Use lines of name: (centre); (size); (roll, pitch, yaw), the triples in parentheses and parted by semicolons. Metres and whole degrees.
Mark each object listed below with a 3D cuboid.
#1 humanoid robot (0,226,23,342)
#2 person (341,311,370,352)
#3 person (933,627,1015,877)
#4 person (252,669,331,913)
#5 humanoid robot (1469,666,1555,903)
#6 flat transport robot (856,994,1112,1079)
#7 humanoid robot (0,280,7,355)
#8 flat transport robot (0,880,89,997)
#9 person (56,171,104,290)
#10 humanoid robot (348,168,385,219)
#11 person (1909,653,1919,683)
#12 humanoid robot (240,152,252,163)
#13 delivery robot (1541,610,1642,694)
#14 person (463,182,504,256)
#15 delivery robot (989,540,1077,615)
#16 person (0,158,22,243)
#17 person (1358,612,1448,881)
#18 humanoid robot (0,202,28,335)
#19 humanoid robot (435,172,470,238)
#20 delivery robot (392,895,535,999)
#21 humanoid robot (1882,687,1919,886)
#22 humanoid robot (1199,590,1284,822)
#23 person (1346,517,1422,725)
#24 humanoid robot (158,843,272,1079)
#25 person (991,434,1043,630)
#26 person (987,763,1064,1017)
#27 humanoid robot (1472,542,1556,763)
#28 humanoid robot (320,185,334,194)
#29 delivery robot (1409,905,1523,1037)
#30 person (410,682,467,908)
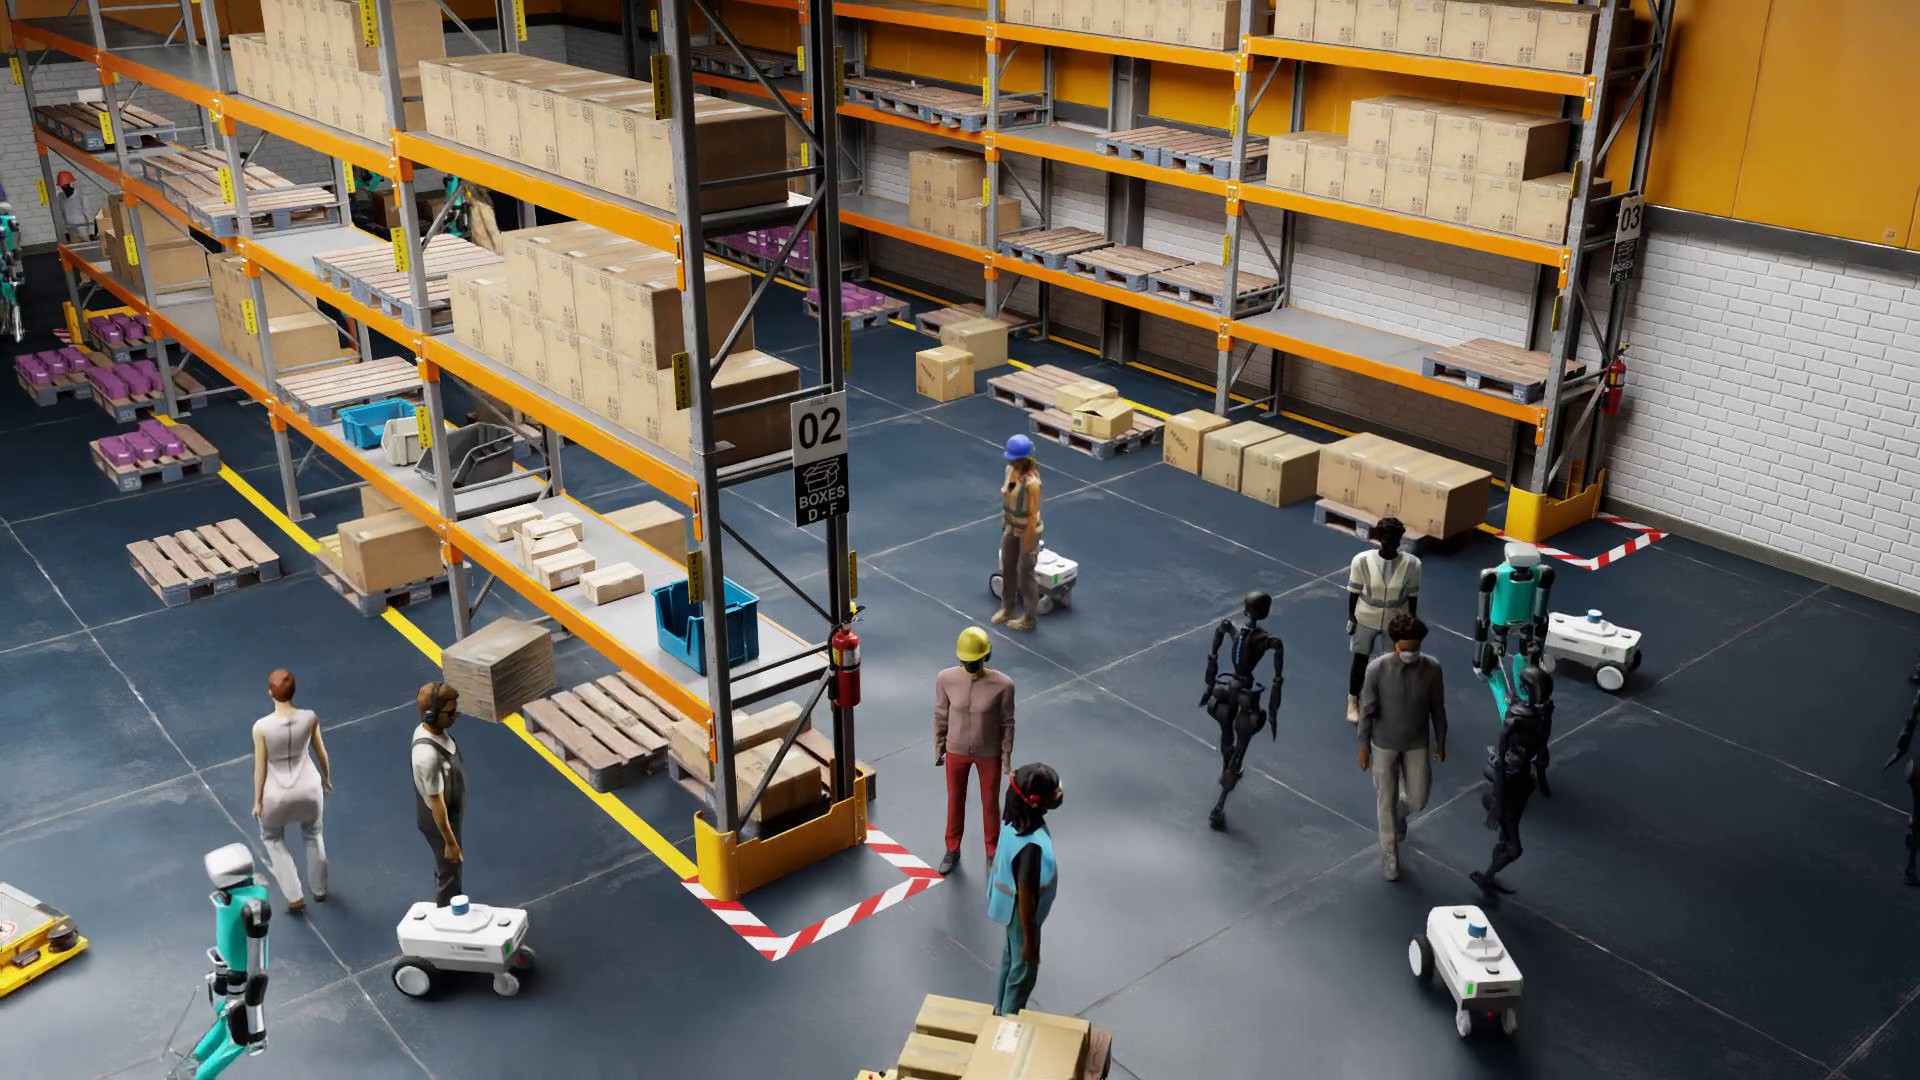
humanoid robot: (-12.601, -3.478, 21.872); (0.530, 1.783, 0.830); (-3, 24, -7)
person: (-7.301, -2.761, 20.170); (0.435, 1.755, 0.495); (-6, 24, -14)
person: (0.087, 1.351, 10.626); (0.525, 1.768, 0.312); (3, 24, 8)
person: (-4.121, 1.574, 10.254); (0.509, 1.642, 0.506); (-16, 28, -33)
humanoid robot: (3.453, 1.514, 10.368); (0.586, 1.648, 0.354); (-20, 30, -38)
flat transport robot: (0.068, 3.064, 8.547); (1.431, 0.231, 0.659); (6, 24, 14)
humanoid robot: (-12.523, -3.156, 21.193); (0.600, 1.631, 0.466); (-5, 24, -11)
flat transport robot: (-6.068, 2.371, 10.153); (1.431, 0.231, 0.659); (13, 27, 28)
person: (-12.843, -4.503, 24.215); (0.562, 1.740, 0.367); (6, 24, 15)
humanoid robot: (-10.172, -6.236, 28.299); (0.988, 1.751, 0.551); (9, 25, 19)
person: (7.807, 0.259, 12.963); (0.546, 1.924, 0.382); (14, 27, 29)
humanoid robot: (-11.085, -5.212, 25.934); (0.591, 1.655, 0.389); (12, 26, 25)
delivery robot: (5.038, 0.844, 13.316); (0.765, 0.586, 0.499); (14, 27, 30)
person: (-6.466, -3.974, 22.874); (0.724, 1.853, 0.370); (21, 31, 40)
delivery robot: (0.655, 0.293, 14.624); (0.782, 0.611, 0.502); (20, 30, 39)
person: (-14.439, -4.917, 24.959); (0.491, 1.911, 0.552); (-15, 27, -31)
person: (2.821, 1.270, 10.669); (0.580, 1.876, 0.506); (1, 23, 2)
humanoid robot: (-12.683, -3.482, 21.941); (0.540, 1.858, 0.707); (17, 28, 33)
humanoid robot: (-7.602, -4.593, 24.439); (0.897, 1.755, 0.621); (-20, 30, -38)
delivery robot: (-2.915, 2.365, 9.798); (0.777, 0.587, 0.499); (3, 24, 6)
humanoid robot: (6.244, 1.419, 10.588); (0.593, 1.648, 0.396); (8, 25, 18)
humanoid robot: (1.901, 1.097, 11.398); (0.613, 1.617, 0.783); (17, 28, 33)
person: (3.149, 0.605, 12.446); (0.532, 1.692, 0.320); (4, 24, 9)
humanoid robot: (-3.743, 2.393, 8.247); (0.804, 1.759, 0.531); (-18, 29, -35)
person: (0.492, -0.073, 13.921); (0.357, 1.764, 0.486); (-14, 27, -29)
person: (0.344, 2.024, 8.966); (0.391, 1.856, 0.538); (-1, 23, -3)
humanoid robot: (3.930, 0.967, 11.613); (0.537, 1.808, 0.926); (-2, 23, -5)
humanoid robot: (-8.924, -4.342, 24.004); (0.784, 1.636, 0.596); (2, 23, 5)
delivery robot: (2.957, 2.440, 9.621); (0.499, 0.585, 0.765); (-2, 23, -4)
person: (-3.013, 1.669, 9.800); (0.345, 1.839, 0.504); (-7, 24, -15)
